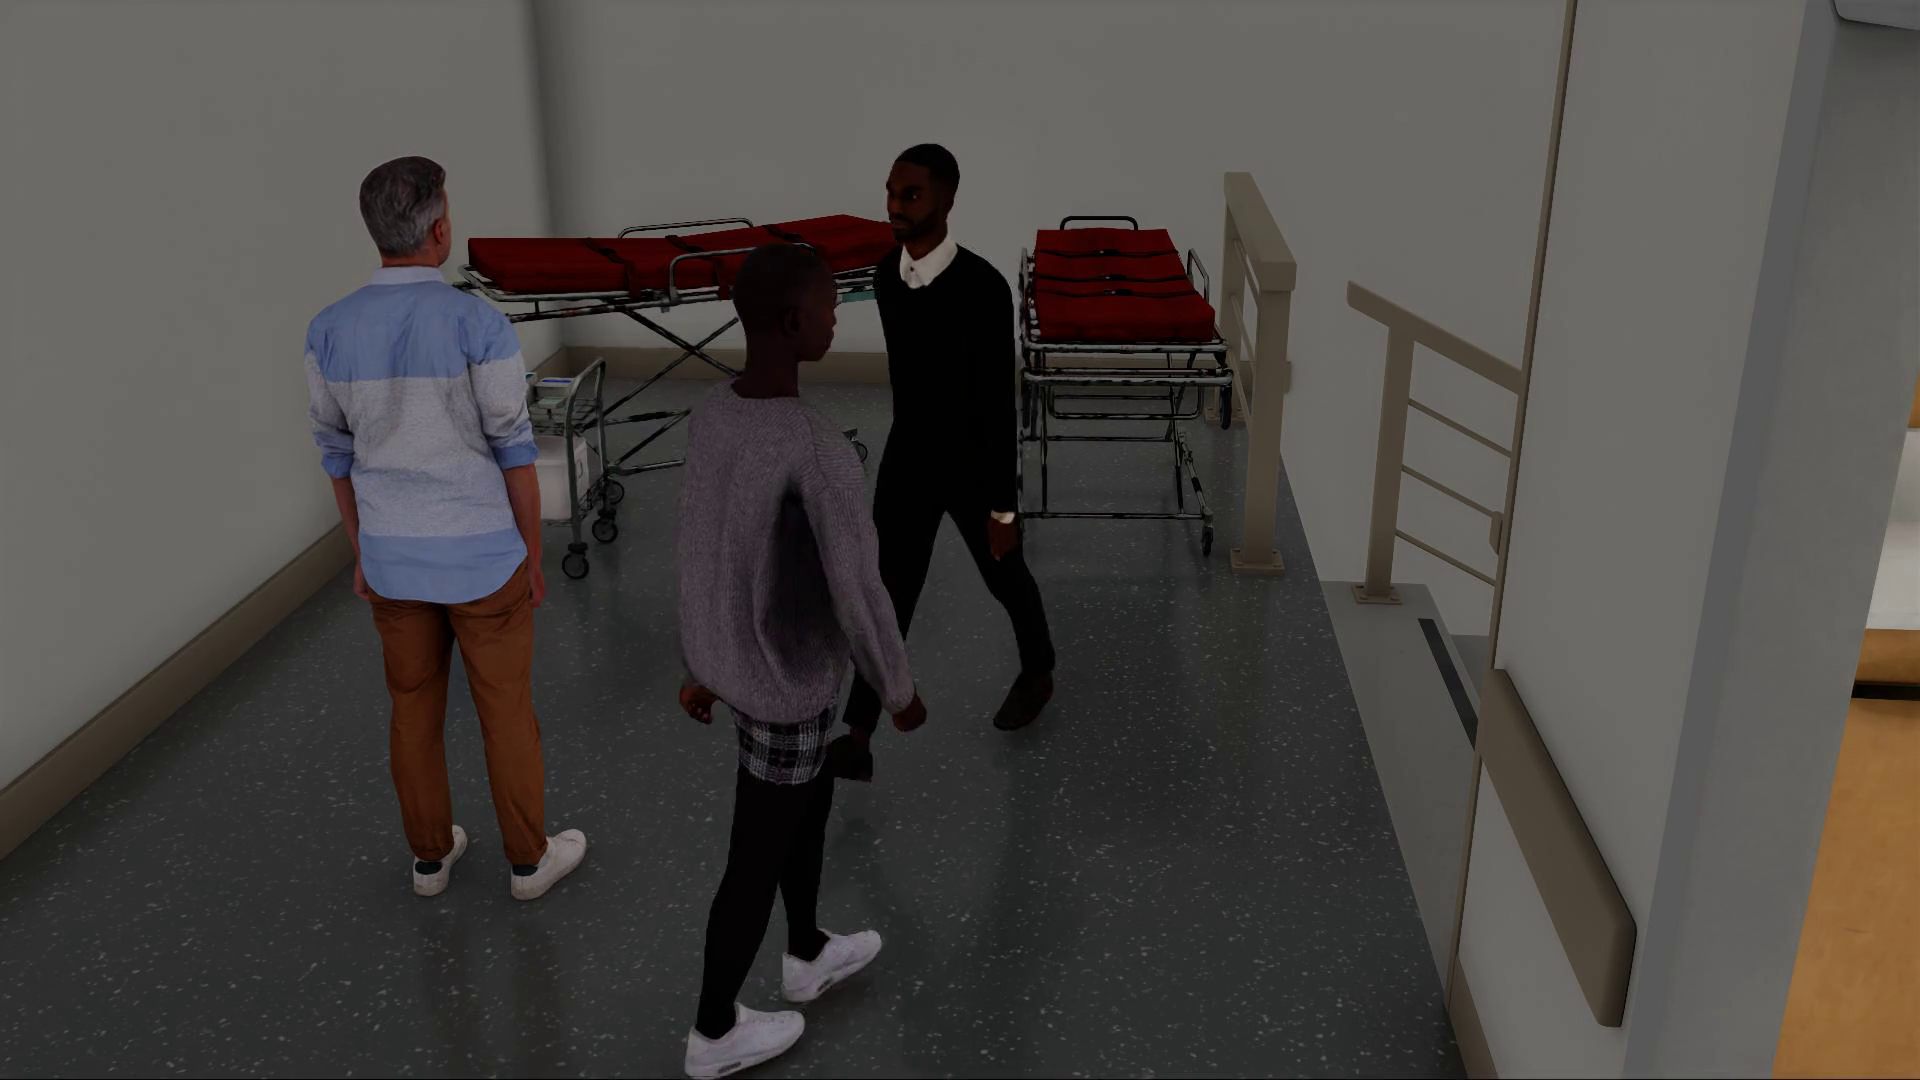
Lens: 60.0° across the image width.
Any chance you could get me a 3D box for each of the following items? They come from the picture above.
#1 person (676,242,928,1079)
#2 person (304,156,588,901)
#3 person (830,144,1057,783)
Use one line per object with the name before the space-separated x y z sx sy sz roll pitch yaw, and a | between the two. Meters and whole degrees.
person | -0.459 0.315 3.284 0.935 1.751 0.880 -16 26 -36
person | -1.230 0.014 3.971 0.681 1.828 0.565 3 21 7
person | 0.033 -0.184 4.627 1.124 1.732 1.324 15 26 35
